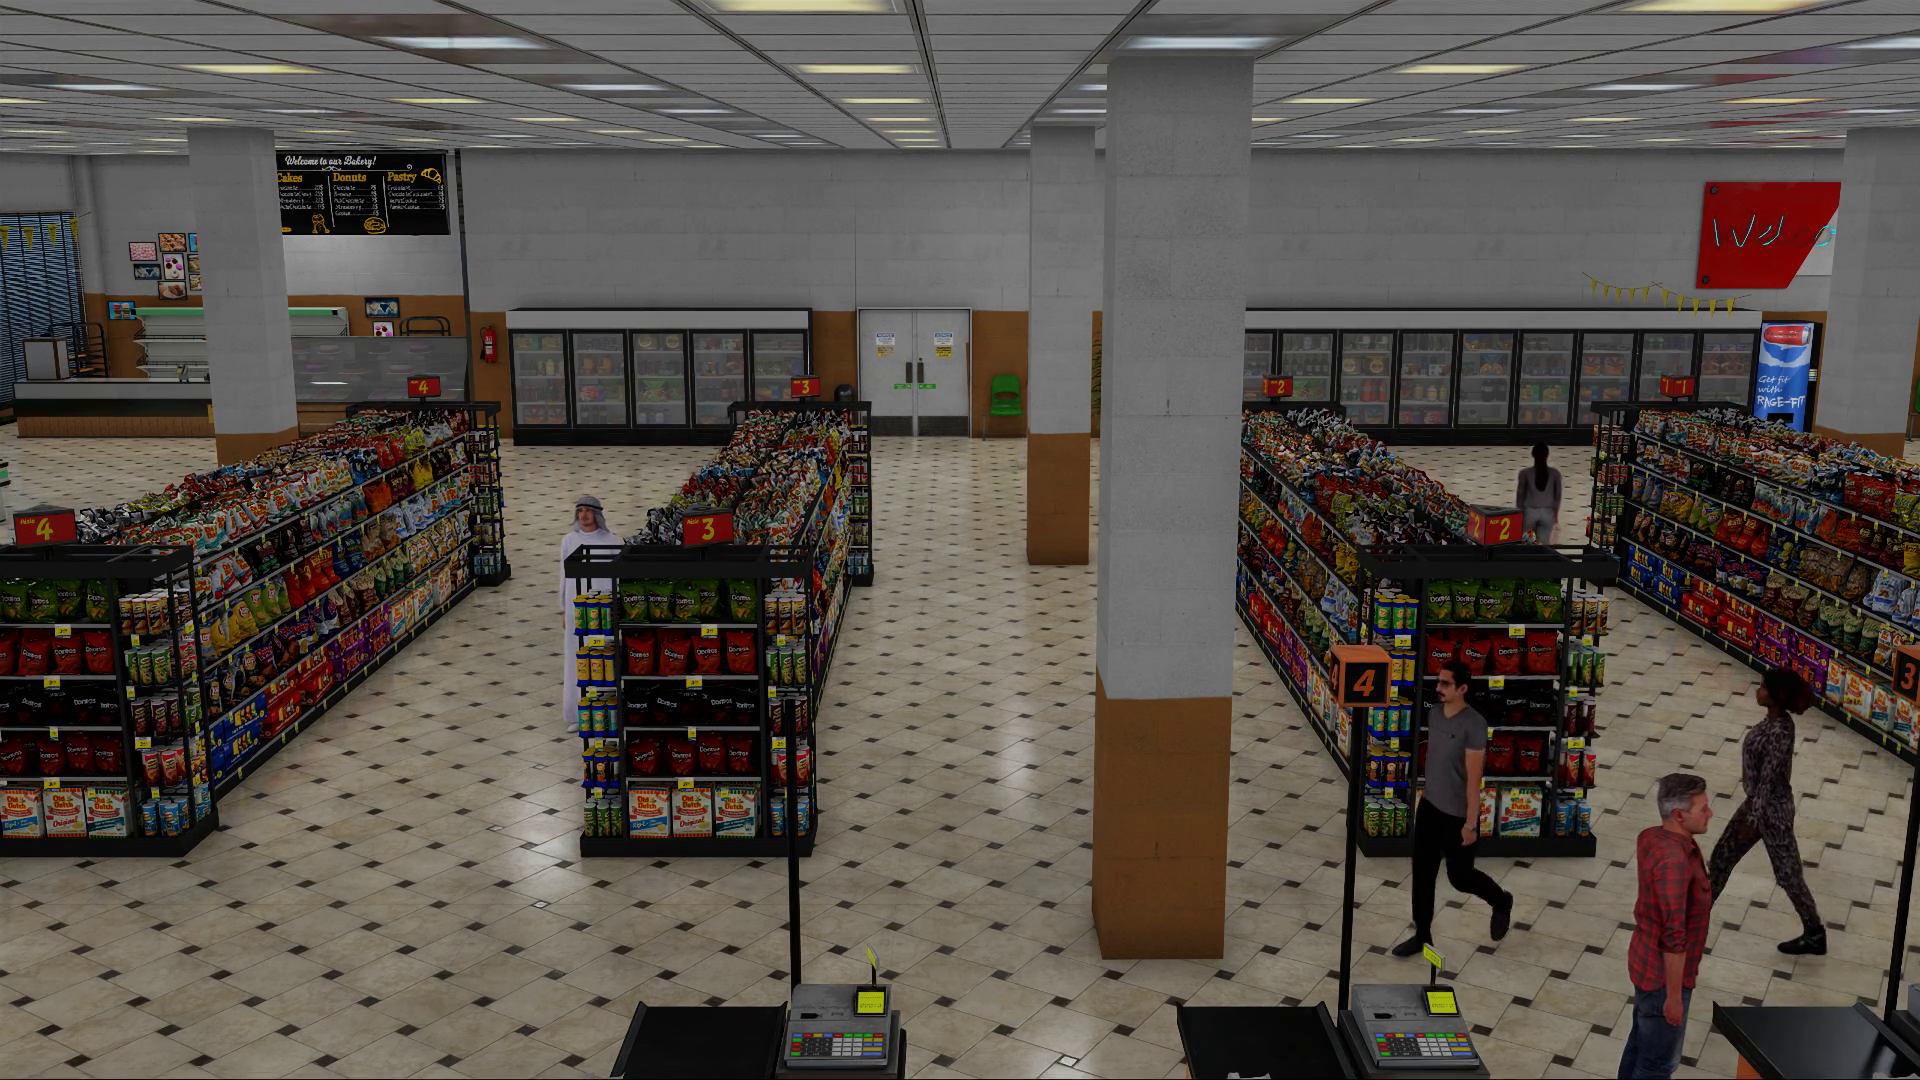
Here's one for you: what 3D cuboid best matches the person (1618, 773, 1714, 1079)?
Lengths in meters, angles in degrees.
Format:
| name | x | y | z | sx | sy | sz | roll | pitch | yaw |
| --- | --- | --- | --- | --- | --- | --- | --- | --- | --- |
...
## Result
| name | x | y | z | sx | sy | sz | roll | pitch | yaw |
| --- | --- | --- | --- | --- | --- | --- | --- | --- | --- |
| person | 3.125 | 1.906 | 7.405 | 0.806 | 1.830 | 0.585 | 3 | 12 | 15 |

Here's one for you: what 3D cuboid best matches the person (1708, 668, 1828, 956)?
| name | x | y | z | sx | sy | sz | roll | pitch | yaw |
| --- | --- | --- | --- | --- | --- | --- | --- | --- | --- |
| person | 4.635 | 1.579 | 9.353 | 0.907 | 1.666 | 1.129 | 4 | 13 | 19 |

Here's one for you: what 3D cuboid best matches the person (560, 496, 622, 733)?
| name | x | y | z | sx | sy | sz | roll | pitch | yaw |
| --- | --- | --- | --- | --- | --- | --- | --- | --- | --- |
| person | -2.975 | 0.585 | 13.444 | 0.675 | 1.926 | 0.608 | 0 | 12 | 0 |

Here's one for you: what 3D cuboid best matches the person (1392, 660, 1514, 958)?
| name | x | y | z | sx | sy | sz | roll | pitch | yaw |
| --- | --- | --- | --- | --- | --- | --- | --- | --- | --- |
| person | 2.844 | 1.529 | 9.426 | 0.970 | 1.735 | 1.017 | -6 | 13 | -28 |

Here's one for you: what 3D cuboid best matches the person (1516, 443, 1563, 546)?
| name | x | y | z | sx | sy | sz | roll | pitch | yaw |
| --- | --- | --- | --- | --- | --- | --- | --- | --- | --- |
| person | 6.179 | -0.169 | 17.763 | 0.883 | 1.621 | 1.194 | 4 | 13 | 20 |
